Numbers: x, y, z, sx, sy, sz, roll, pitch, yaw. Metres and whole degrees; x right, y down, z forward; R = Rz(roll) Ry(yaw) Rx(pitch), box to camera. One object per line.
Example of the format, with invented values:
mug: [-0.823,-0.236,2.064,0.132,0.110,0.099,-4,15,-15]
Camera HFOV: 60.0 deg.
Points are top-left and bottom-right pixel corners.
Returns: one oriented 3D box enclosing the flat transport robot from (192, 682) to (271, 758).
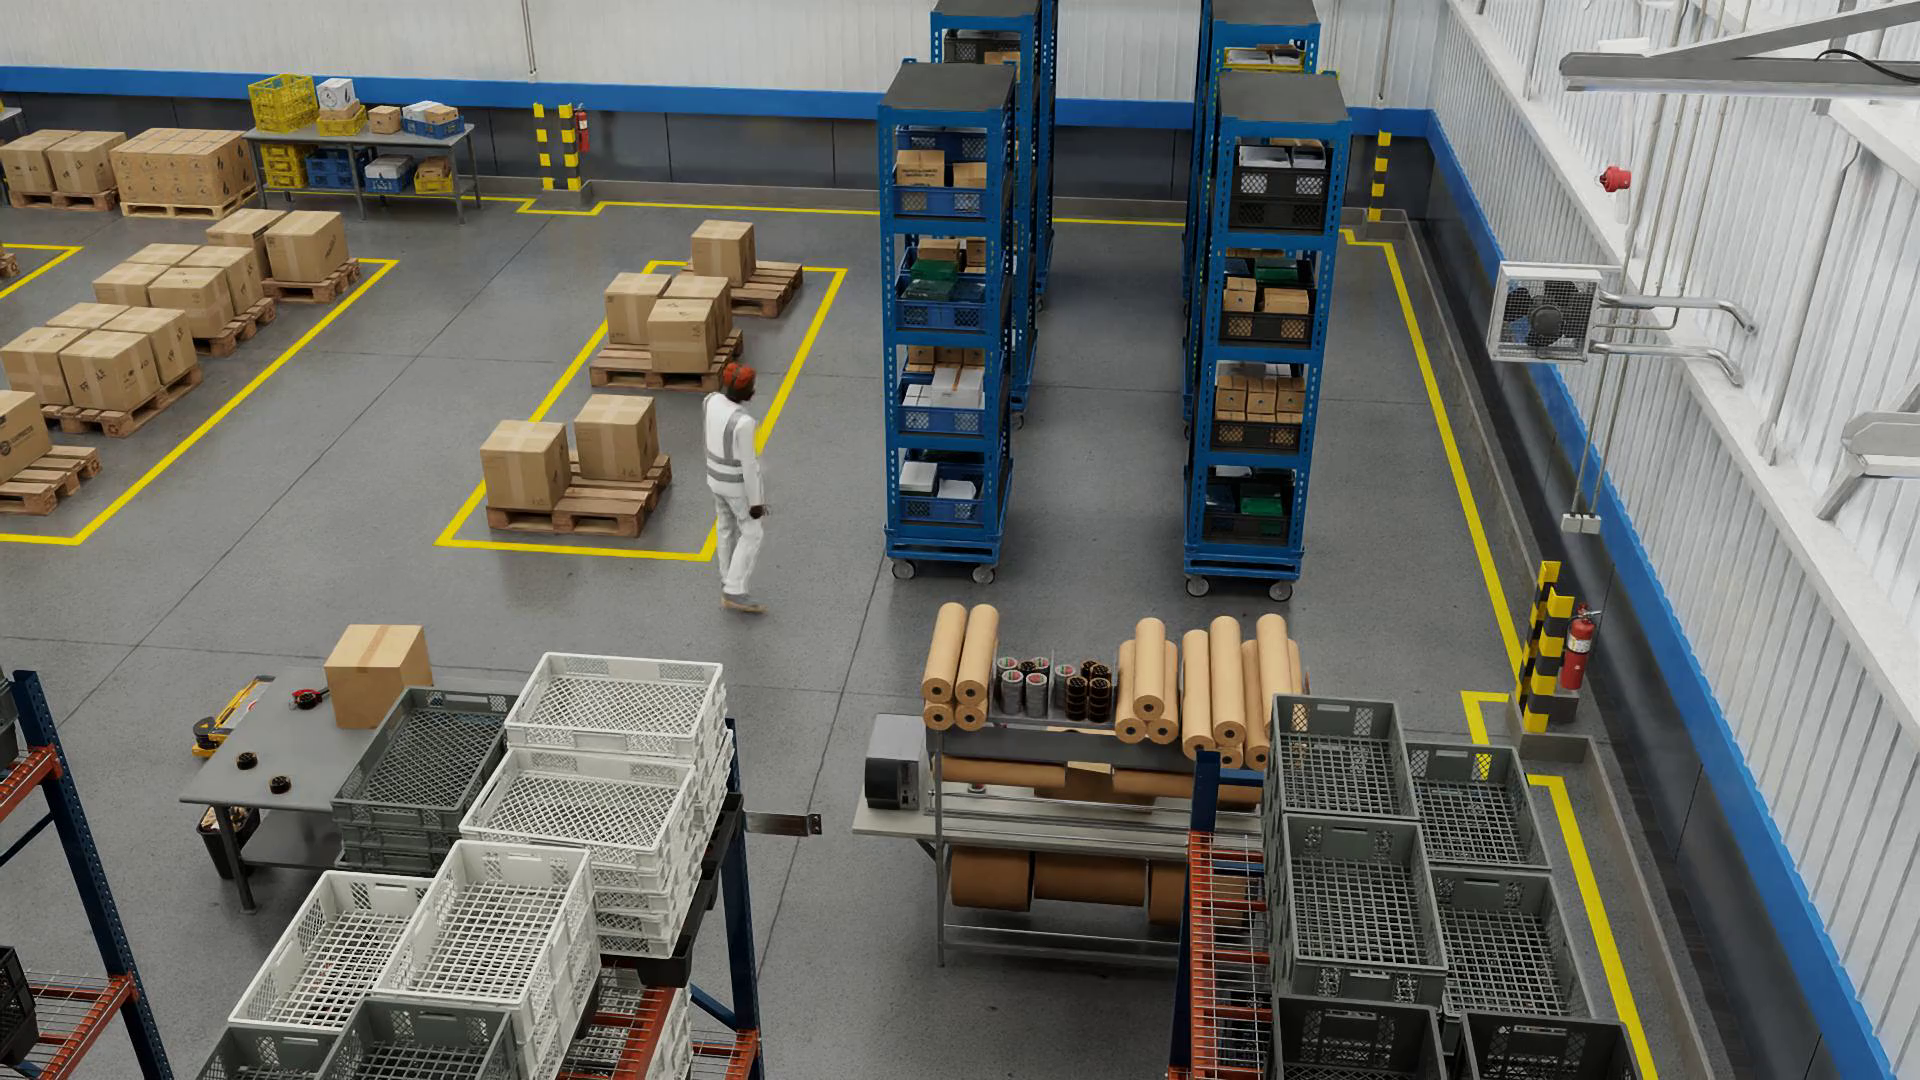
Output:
flat transport robot: [-4.089,1.163,10.648,1.431,0.197,0.652,3,30,6]

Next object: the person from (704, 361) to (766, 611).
person: [-1.664,-0.411,11.791,0.403,1.878,0.775,-24,38,-35]
